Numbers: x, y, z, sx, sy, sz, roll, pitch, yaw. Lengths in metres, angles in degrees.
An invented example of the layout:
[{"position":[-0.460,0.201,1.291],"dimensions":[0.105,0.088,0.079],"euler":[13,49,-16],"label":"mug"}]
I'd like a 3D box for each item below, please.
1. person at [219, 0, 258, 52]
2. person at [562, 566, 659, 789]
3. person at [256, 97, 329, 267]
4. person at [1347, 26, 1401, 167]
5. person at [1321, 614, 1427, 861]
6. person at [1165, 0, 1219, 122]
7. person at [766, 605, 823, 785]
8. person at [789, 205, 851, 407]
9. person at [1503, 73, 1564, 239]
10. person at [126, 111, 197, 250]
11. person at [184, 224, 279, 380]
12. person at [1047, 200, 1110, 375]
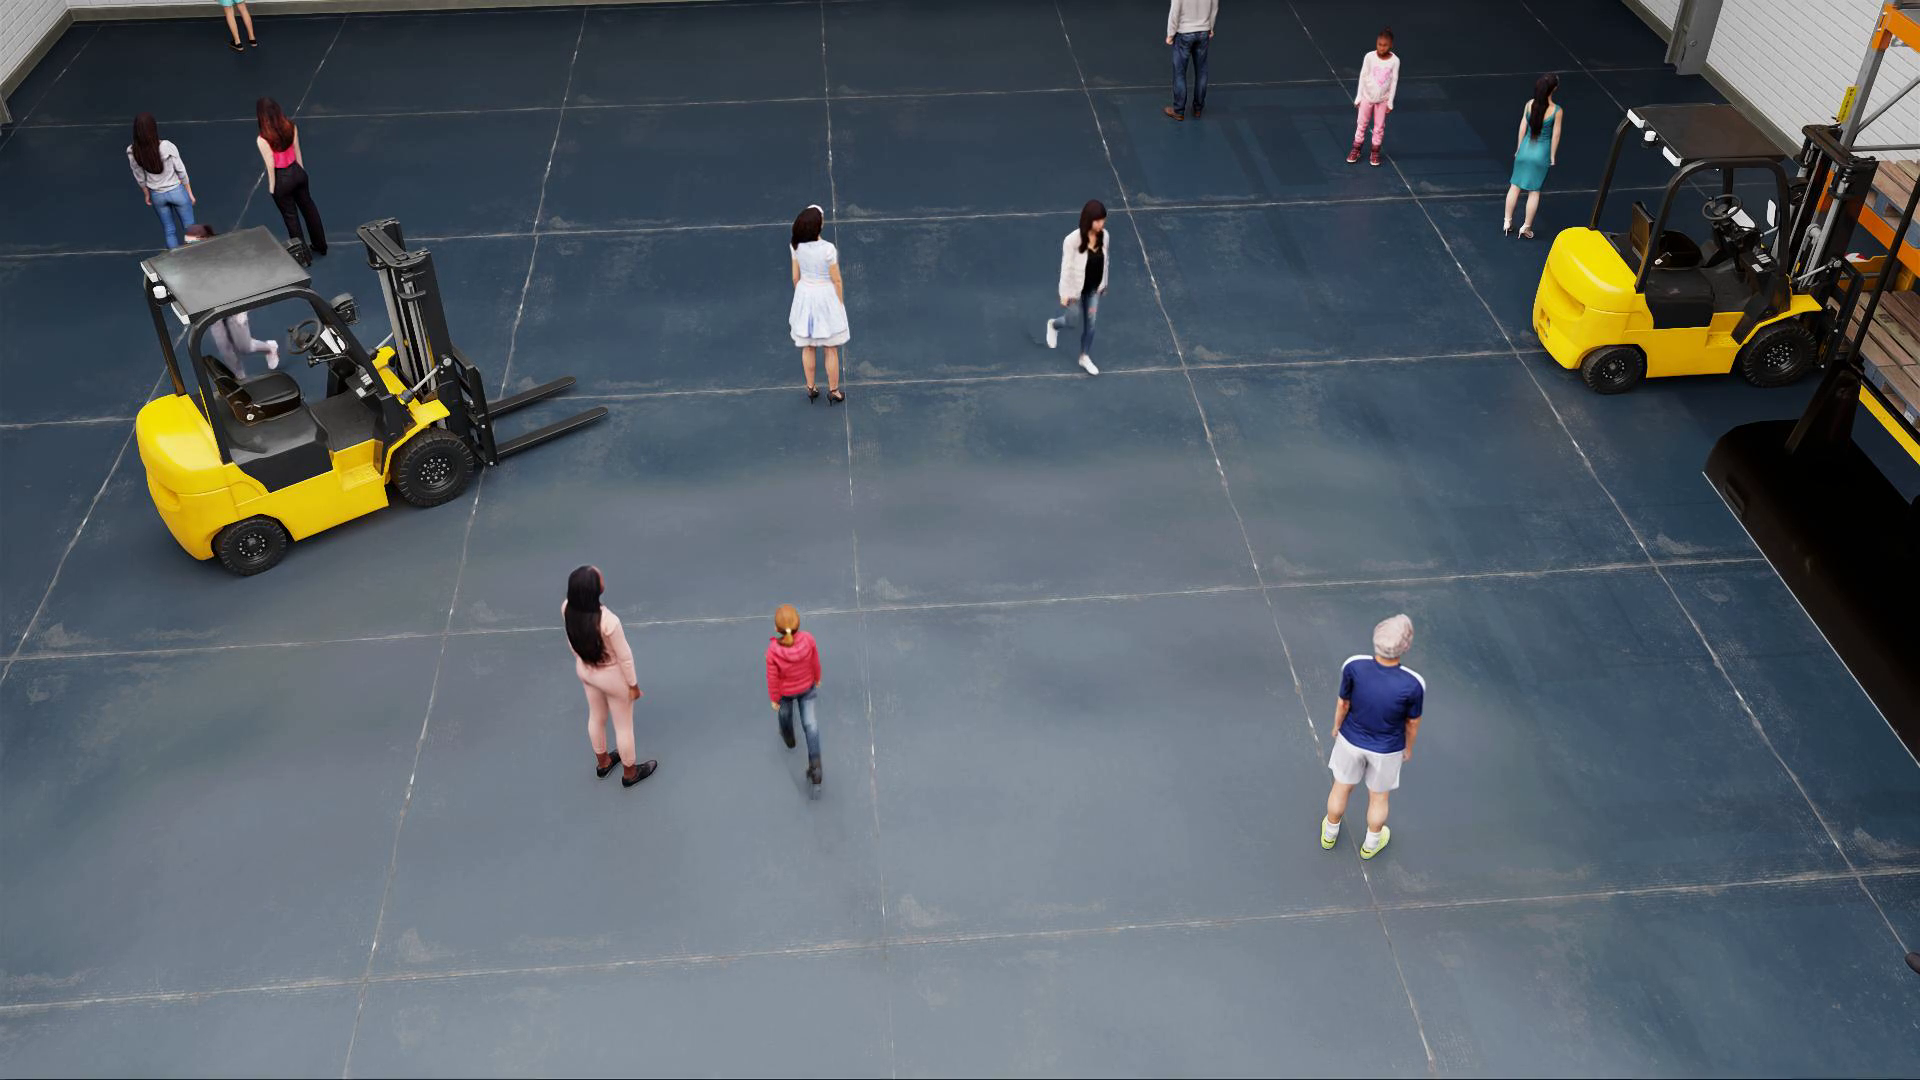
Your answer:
[{"position":[-8.739,-6.649,19.835],"dimensions":[0.647,1.558,0.689],"euler":[-27,46,-30],"label":"person"},{"position":[-2.205,0.848,10.318],"dimensions":[0.700,1.721,0.726],"euler":[20,43,24],"label":"person"},{"position":[-6.336,-3.388,15.670],"dimensions":[0.720,1.660,0.617],"euler":[18,42,21],"label":"person"},{"position":[4.358,-4.662,17.439],"dimensions":[0.617,1.444,0.608],"euler":[11,40,13],"label":"person"},{"position":[2.434,1.170,9.822],"dimensions":[0.721,1.838,0.719],"euler":[15,41,18],"label":"person"},{"position":[2.534,-5.539,18.164],"dimensions":[0.777,1.910,0.699],"euler":[-10,40,-13],"label":"person"},{"position":[-1.012,0.982,10.496],"dimensions":[0.664,1.289,0.966],"euler":[-12,40,-15],"label":"person"},{"position":[-1.166,-1.915,13.701],"dimensions":[0.813,1.818,0.850],"euler":[11,40,13],"label":"person"},{"position":[5.536,-3.704,16.046],"dimensions":[0.616,1.687,0.668],"euler":[26,45,28],"label":"person"},{"position":[-7.352,-3.197,15.453],"dimensions":[0.619,1.633,0.534],"euler":[-7,39,-8],"label":"person"},{"position":[-6.098,-1.939,13.910],"dimensions":[0.758,1.593,0.947],"euler":[10,40,12],"label":"person"},{"position":[1.003,-2.203,14.224],"dimensions":[0.847,1.615,0.977],"euler":[-20,43,-23],"label":"person"}]
